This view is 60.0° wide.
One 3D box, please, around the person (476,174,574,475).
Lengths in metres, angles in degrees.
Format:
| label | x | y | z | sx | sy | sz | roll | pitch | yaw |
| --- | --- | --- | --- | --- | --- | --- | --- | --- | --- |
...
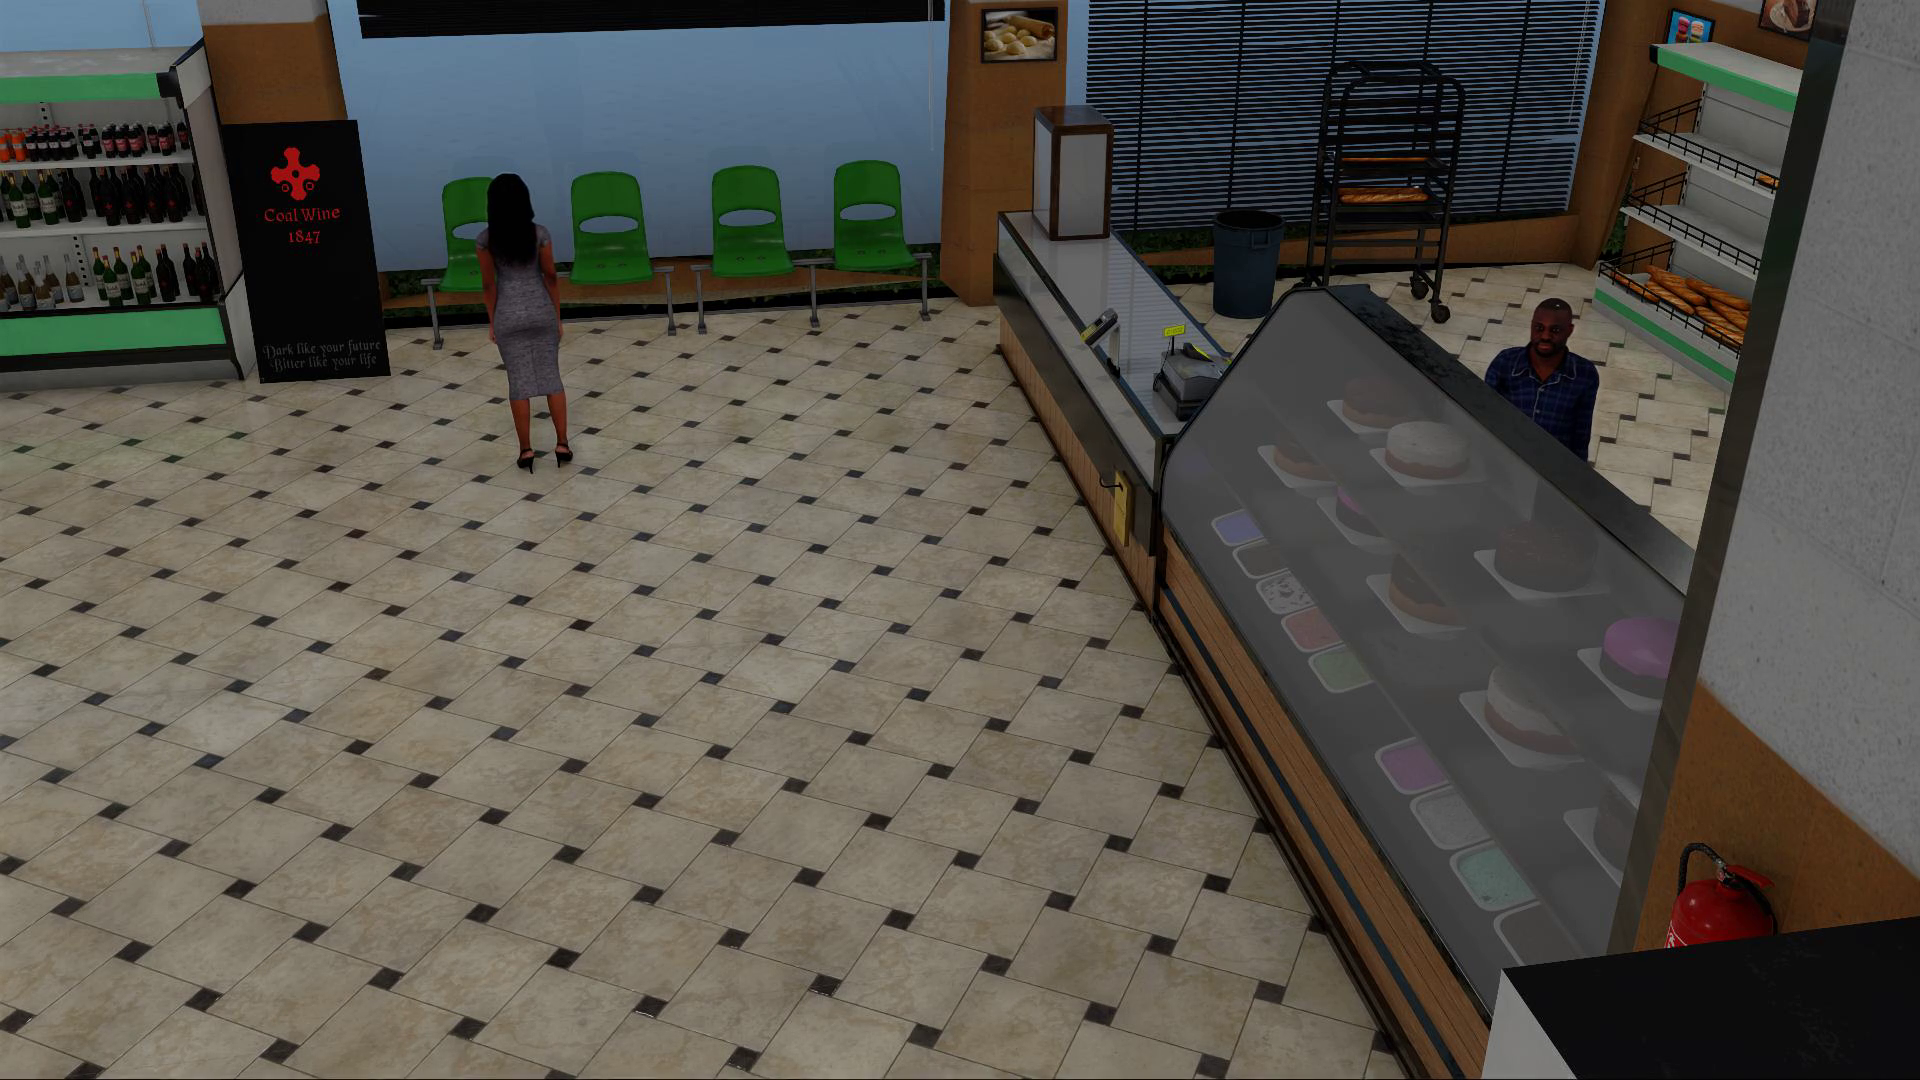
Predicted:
| label | x | y | z | sx | sy | sz | roll | pitch | yaw |
| --- | --- | --- | --- | --- | --- | --- | --- | --- | --- |
| person | -2.511 | -1.243 | 9.626 | 0.495 | 1.781 | 0.669 | -8 | 28 | -16 |

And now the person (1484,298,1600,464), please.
| label | x | y | z | sx | sy | sz | roll | pitch | yaw |
| --- | --- | --- | --- | --- | --- | --- | --- | --- | --- |
| person | 2.576 | -0.233 | 7.588 | 0.730 | 1.824 | 0.839 | 9 | 28 | 18 |
